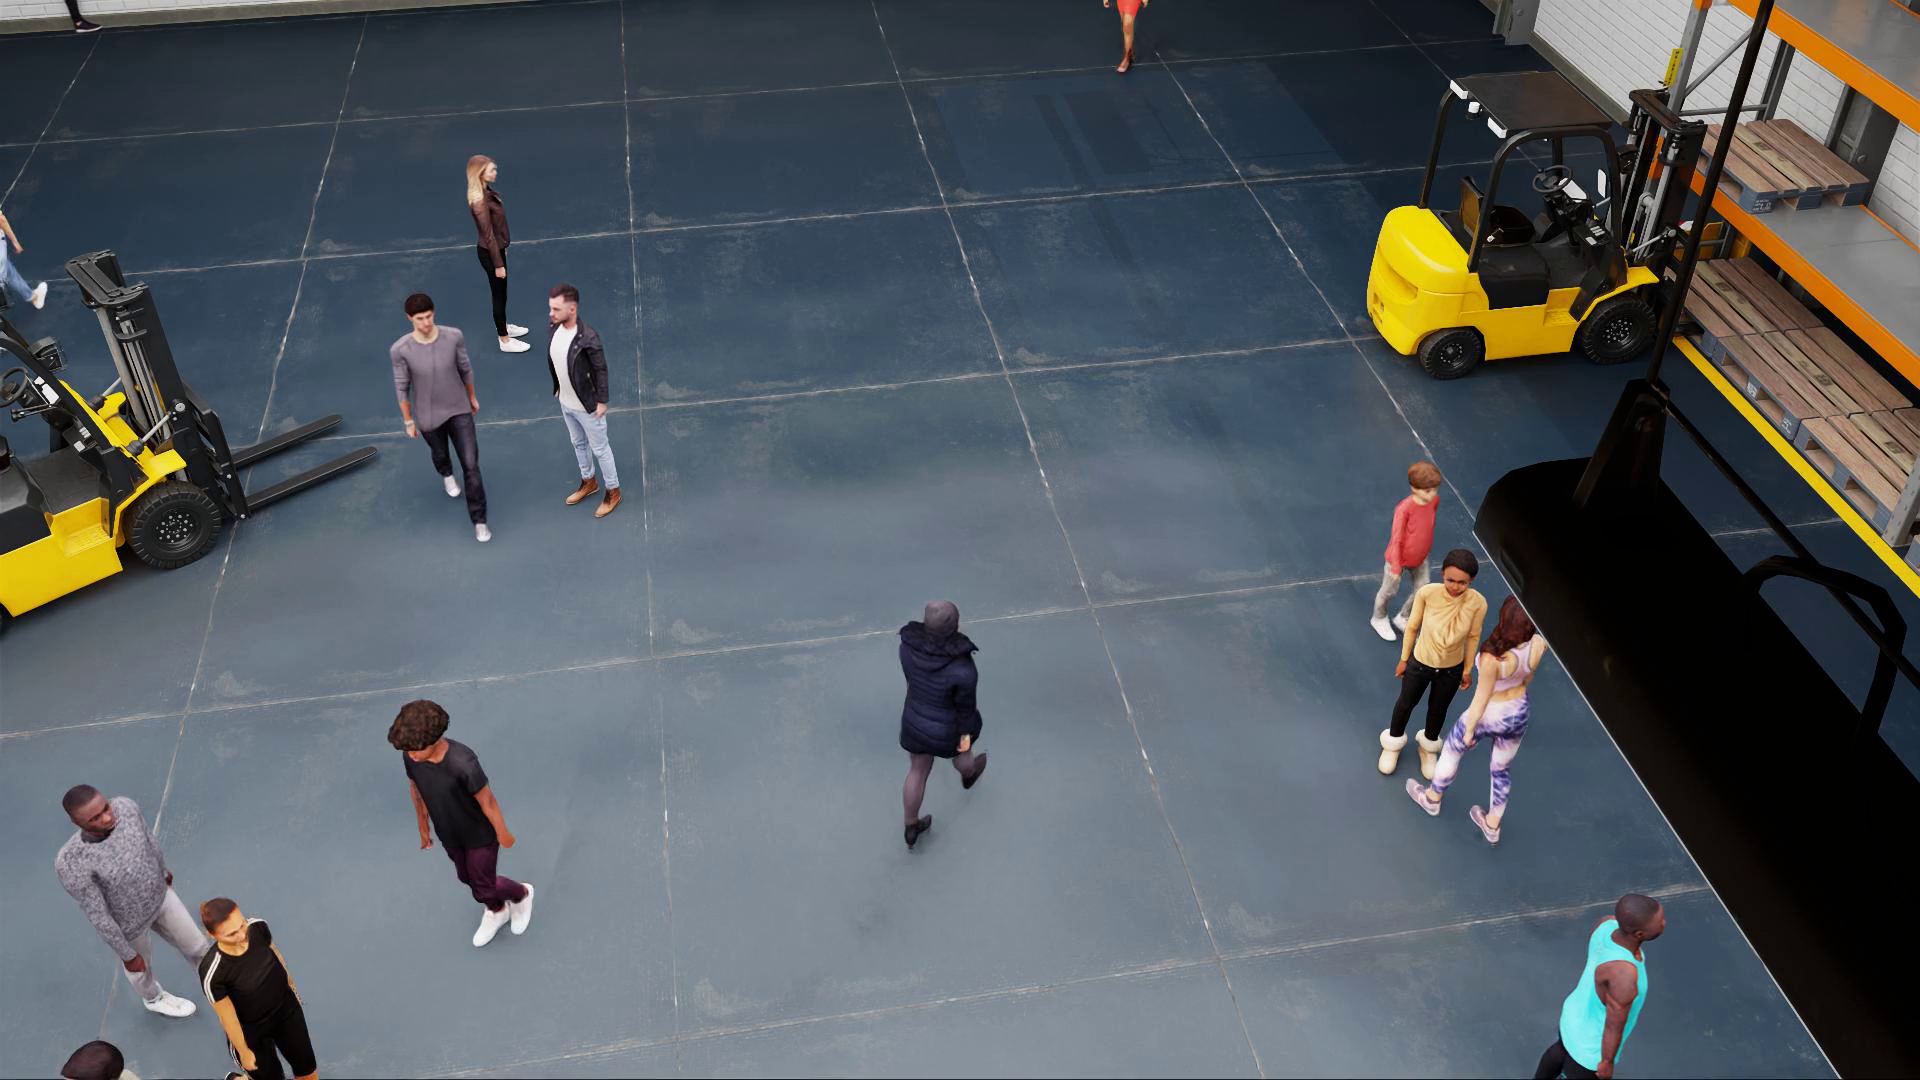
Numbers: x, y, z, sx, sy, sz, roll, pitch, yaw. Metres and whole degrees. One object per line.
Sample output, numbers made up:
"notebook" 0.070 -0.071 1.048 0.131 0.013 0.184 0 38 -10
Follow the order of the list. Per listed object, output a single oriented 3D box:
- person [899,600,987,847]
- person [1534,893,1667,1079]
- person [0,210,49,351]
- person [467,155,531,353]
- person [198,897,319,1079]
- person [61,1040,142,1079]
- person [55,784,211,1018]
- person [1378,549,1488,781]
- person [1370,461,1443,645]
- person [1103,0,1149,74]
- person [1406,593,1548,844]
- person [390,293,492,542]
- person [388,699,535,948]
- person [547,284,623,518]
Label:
"person" -0.171 1.055 9.400 1.068 1.632 1.156 21 43 24
"person" 2.921 2.270 7.741 0.724 1.804 0.595 8 39 9
"person" -8.013 -2.349 13.640 0.826 1.659 1.222 2 39 3
"person" -3.820 -2.347 13.600 0.667 1.706 0.443 -8 39 -9
"person" -3.371 2.255 7.880 0.885 1.653 0.885 13 40 15
"person" -3.351 2.675 7.217 1.135 1.823 1.241 20 43 23
"person" -4.177 1.825 8.293 1.069 1.810 1.104 9 40 11
"person" 2.800 0.717 9.801 0.675 1.659 0.680 7 39 9
"person" 2.871 0.052 10.839 0.580 1.403 0.613 -14 41 -17
"person" 1.884 -6.013 18.195 0.763 1.701 0.823 21 43 24
"person" 3.047 1.043 9.316 0.674 1.756 0.840 -13 40 -16
"person" -3.681 -0.949 11.764 0.880 1.813 1.244 -16 41 -19
"person" -2.575 1.443 8.809 0.833 1.762 0.886 14 41 17
"person" -2.685 -1.010 11.822 0.716 1.836 0.780 24 44 27
